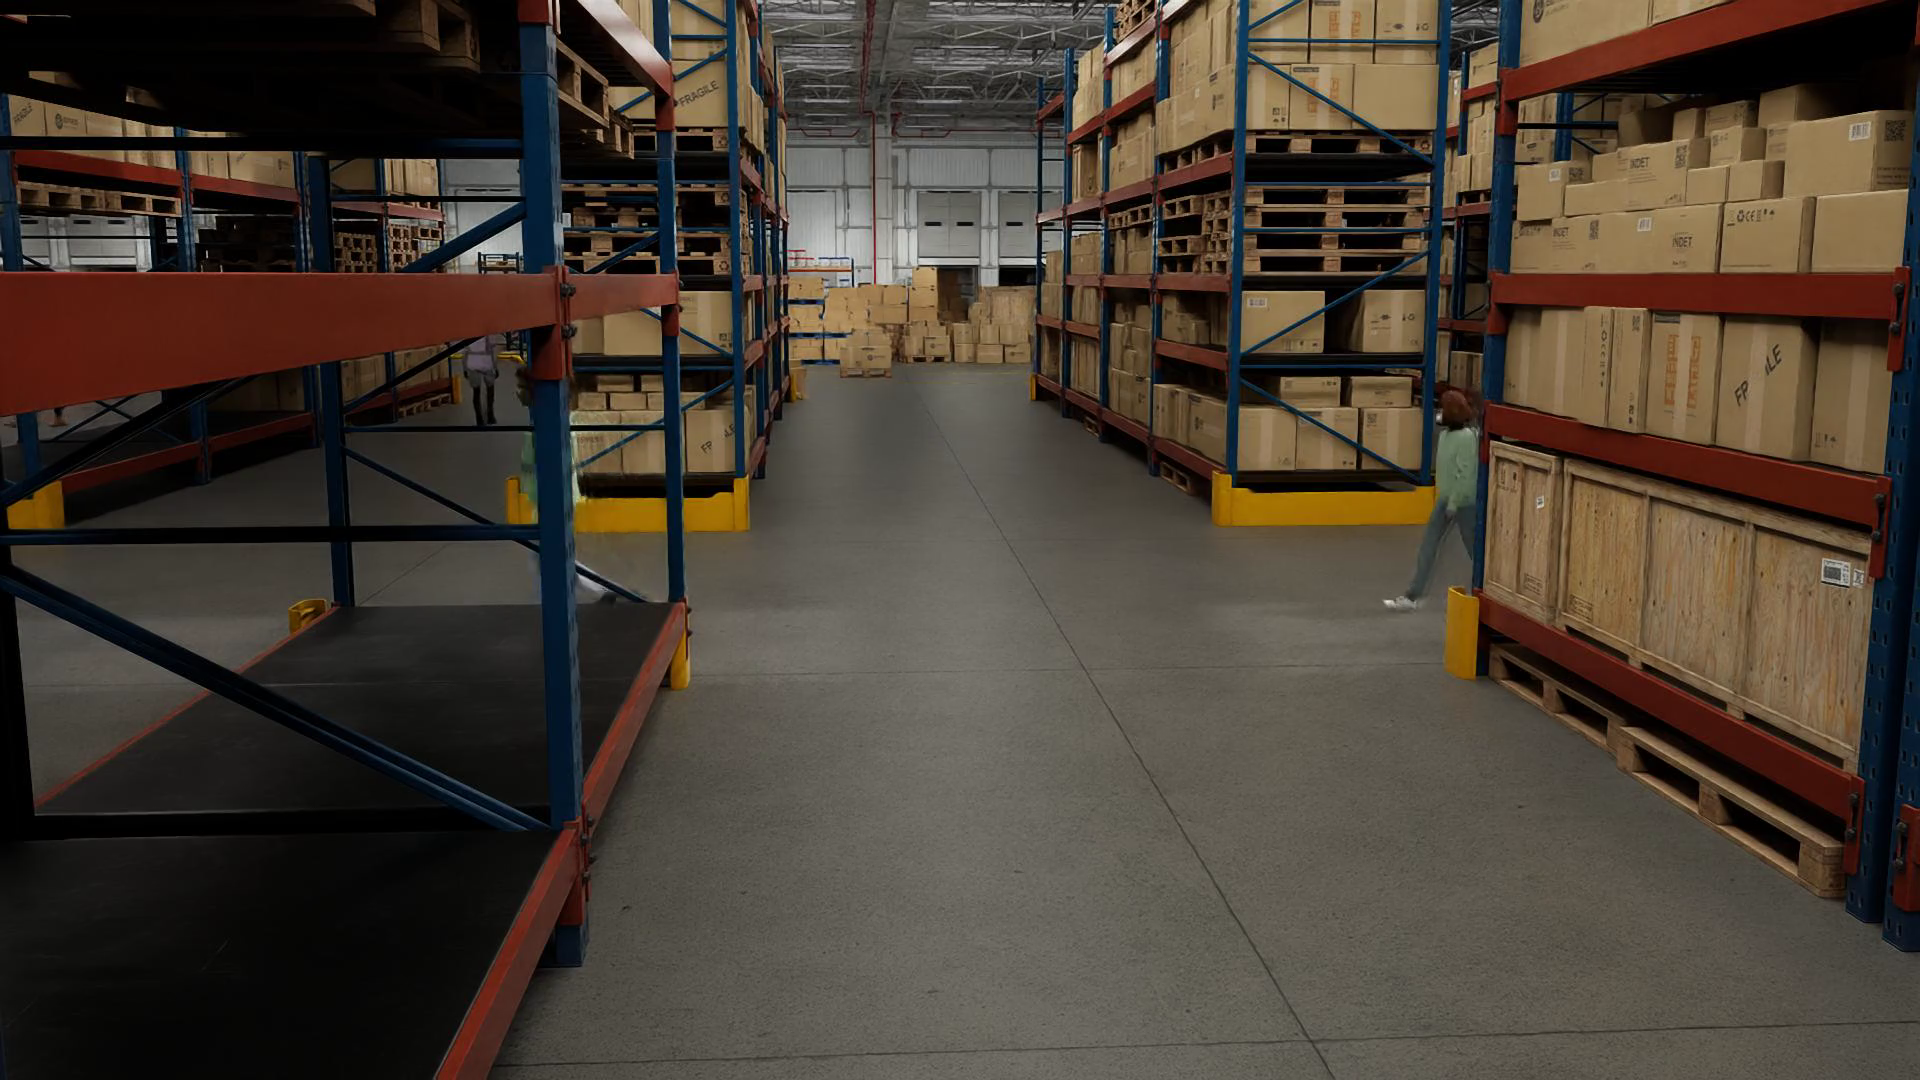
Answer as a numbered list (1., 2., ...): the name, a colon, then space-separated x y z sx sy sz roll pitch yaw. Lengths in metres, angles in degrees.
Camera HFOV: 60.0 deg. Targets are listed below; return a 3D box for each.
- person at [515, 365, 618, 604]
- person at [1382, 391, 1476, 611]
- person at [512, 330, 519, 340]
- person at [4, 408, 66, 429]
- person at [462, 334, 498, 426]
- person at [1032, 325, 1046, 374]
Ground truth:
1. person: -2.628 -0.231 10.871 0.618 1.827 0.570 -2 9 -10
2. person: 3.499 -0.261 11.810 0.854 1.589 0.511 -2 9 -11
3. person: -16.395 -8.437 62.104 0.711 1.940 0.648 0 9 3
4. person: -14.579 -2.578 26.174 0.540 1.646 0.891 8 12 41
5. person: -7.670 -2.781 26.627 0.567 1.904 0.829 -1 9 -7
6. person: 2.159 -4.789 39.398 1.018 1.858 0.611 3 10 20
